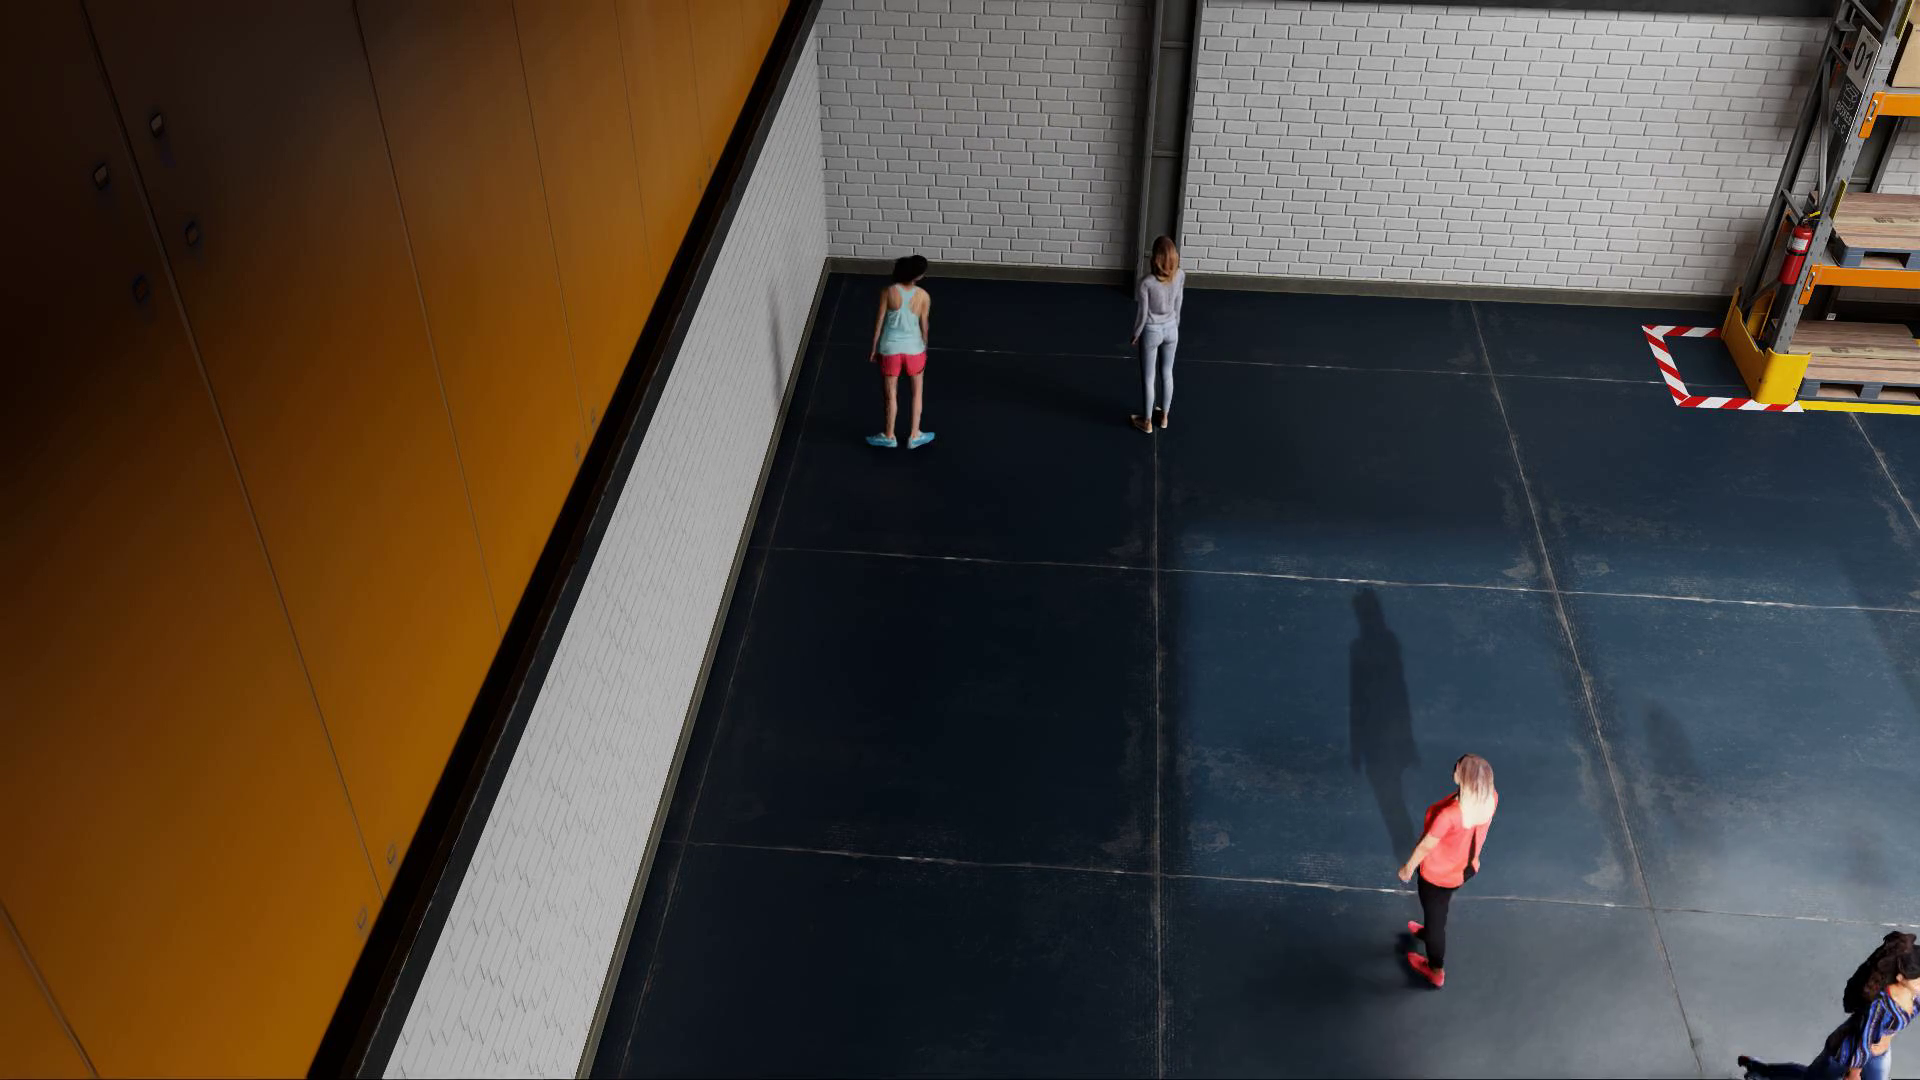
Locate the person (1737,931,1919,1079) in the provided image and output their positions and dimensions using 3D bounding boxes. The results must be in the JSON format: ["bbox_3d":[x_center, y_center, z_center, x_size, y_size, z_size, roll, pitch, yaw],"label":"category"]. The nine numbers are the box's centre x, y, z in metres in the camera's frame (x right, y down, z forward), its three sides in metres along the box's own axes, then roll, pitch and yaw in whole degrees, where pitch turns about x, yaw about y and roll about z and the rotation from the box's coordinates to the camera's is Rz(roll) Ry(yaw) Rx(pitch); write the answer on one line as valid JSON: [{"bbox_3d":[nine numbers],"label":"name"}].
[{"bbox_3d":[4.516,2.558,8.516,1.061,1.588,1.080,-24,44,-27],"label":"person"}]

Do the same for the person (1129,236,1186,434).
[{"bbox_3d":[1.626,-1.689,13.668,0.608,1.796,0.725,-16,41,-19],"label":"person"}]

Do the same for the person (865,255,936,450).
[{"bbox_3d":[-0.529,-1.508,13.466,0.517,1.765,0.832,-11,40,-13],"label":"person"}]

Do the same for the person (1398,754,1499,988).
[{"bbox_3d":[2.792,1.887,9.283,0.754,1.679,0.815,-28,46,-30],"label":"person"}]
